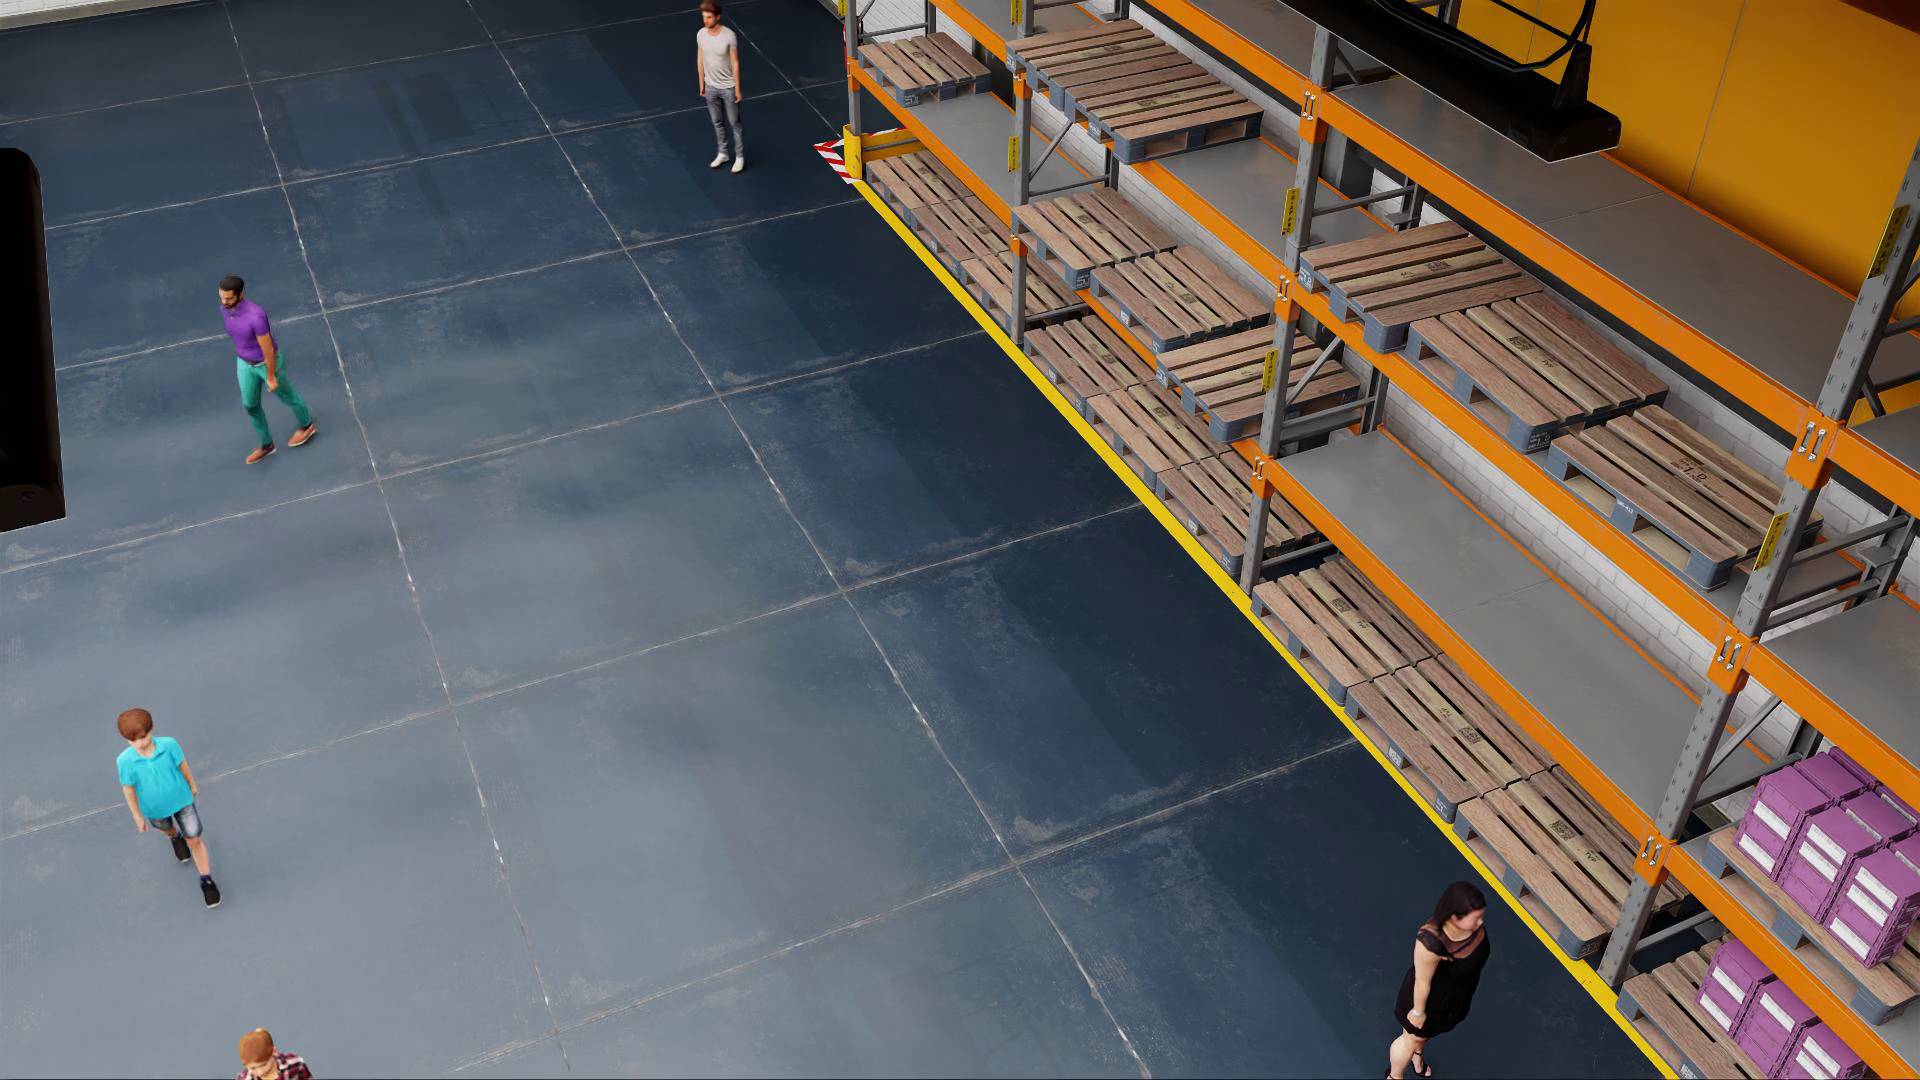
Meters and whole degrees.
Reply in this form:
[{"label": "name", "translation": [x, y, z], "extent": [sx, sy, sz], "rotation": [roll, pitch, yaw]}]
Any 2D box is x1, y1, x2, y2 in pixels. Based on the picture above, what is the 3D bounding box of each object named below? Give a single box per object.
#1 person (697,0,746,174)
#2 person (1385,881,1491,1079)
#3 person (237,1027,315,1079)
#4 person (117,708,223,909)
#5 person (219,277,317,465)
[{"label": "person", "translation": [-2.578, -4.940, 18.033], "extent": [0.748, 1.888, 0.806], "rotation": [12, 40, 15]}, {"label": "person", "translation": [2.553, 2.419, 8.955], "extent": [0.735, 1.718, 0.744], "rotation": [29, 47, 31]}, {"label": "person", "translation": [-3.481, 2.958, 8.611], "extent": [0.537, 1.306, 0.522], "rotation": [-19, 42, -22]}, {"label": "person", "translation": [-4.930, 1.555, 10.279], "extent": [0.559, 1.415, 0.970], "rotation": [-19, 42, -22]}, {"label": "person", "translation": [-5.766, -1.496, 13.851], "extent": [0.966, 1.725, 1.016], "rotation": [18, 42, 21]}]
